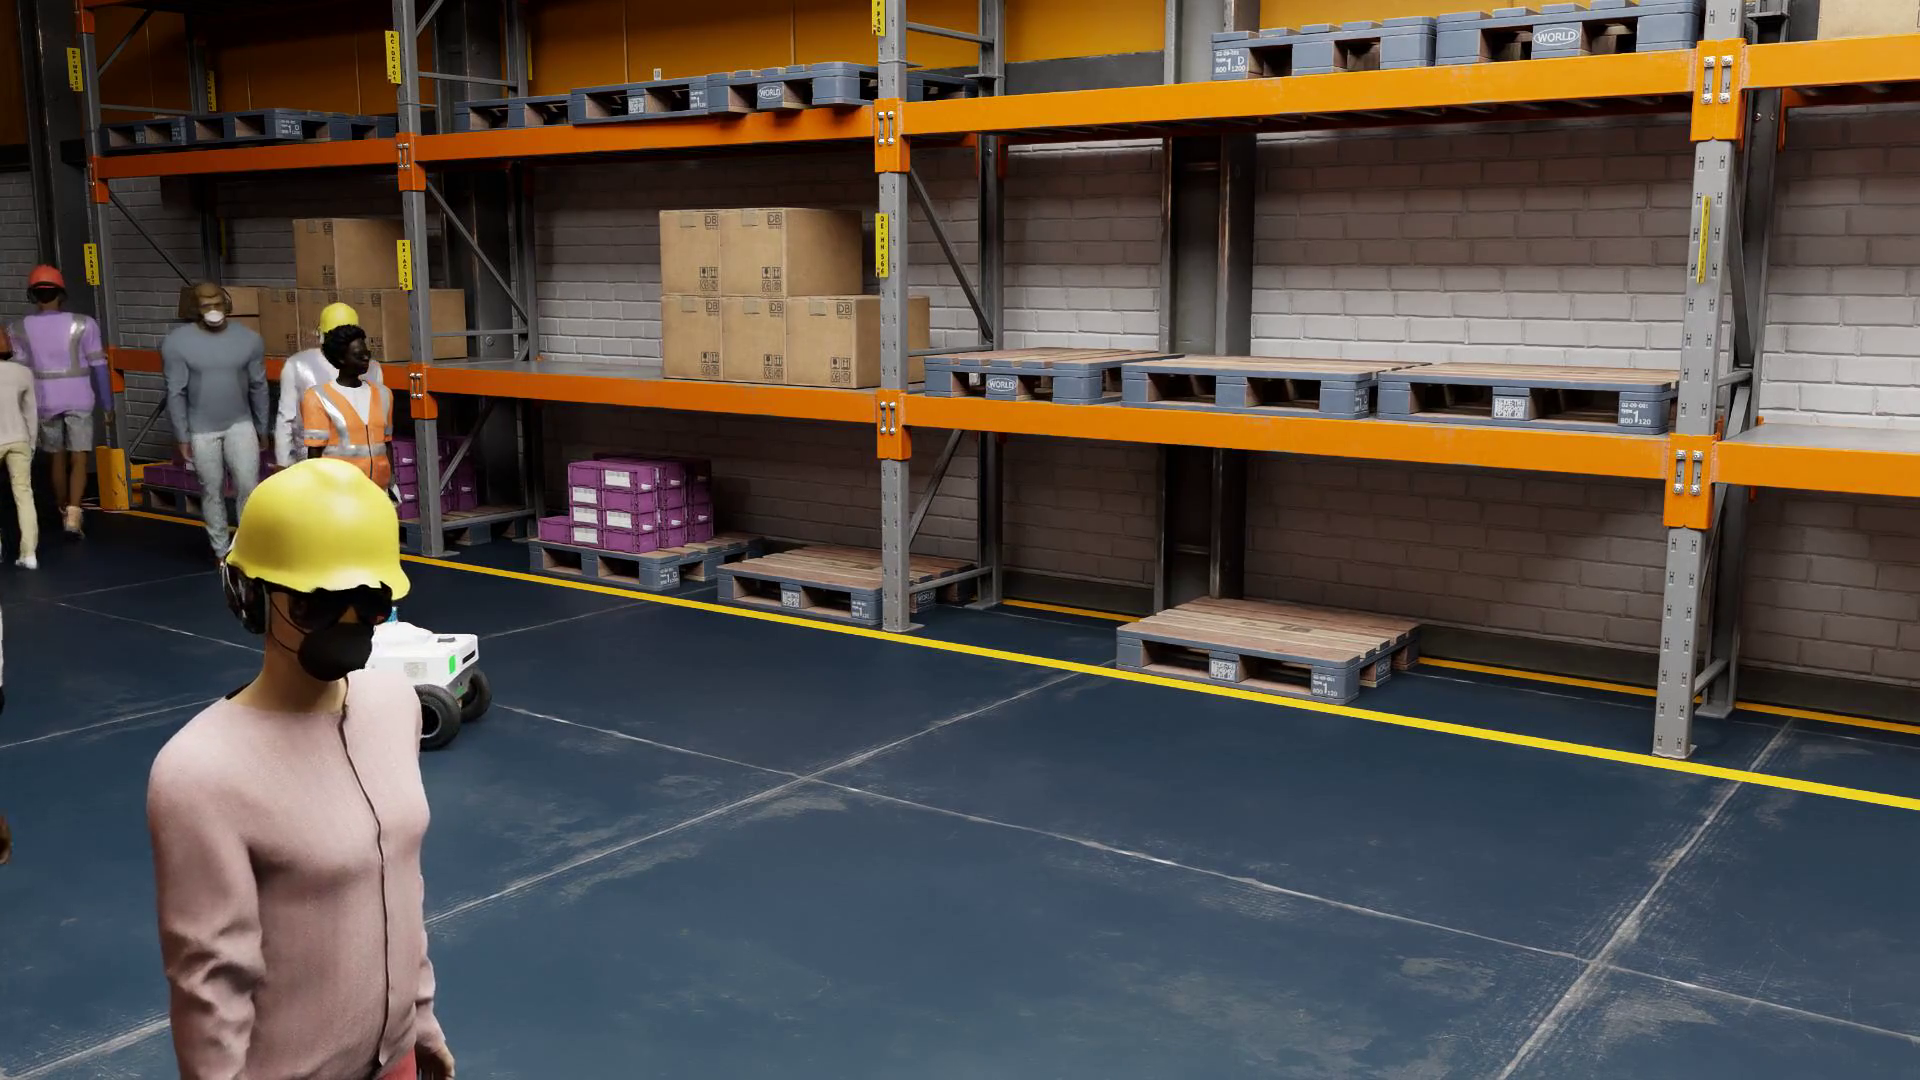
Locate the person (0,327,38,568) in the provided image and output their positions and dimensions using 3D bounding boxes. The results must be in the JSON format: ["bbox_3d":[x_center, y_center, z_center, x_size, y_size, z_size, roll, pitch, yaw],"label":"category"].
[{"bbox_3d":[-6.355,-0.617,10.985,0.616,1.609,0.523,7,12,34],"label":"person"}]

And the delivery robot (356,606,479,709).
[{"bbox_3d":[-2.430,0.524,7.053,0.707,0.478,0.477,0,9,2],"label":"delivery robot"}]

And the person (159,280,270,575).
[{"bbox_3d":[-4.652,-0.676,10.487,0.635,1.891,0.876,-6,11,-32],"label":"person"}]

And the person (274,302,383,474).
[{"bbox_3d":[-3.611,-0.478,9.682,0.631,1.771,0.873,-8,13,-41],"label":"person"}]

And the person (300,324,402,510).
[{"bbox_3d":[-3.144,-0.266,8.640,0.318,1.700,0.535,7,12,35],"label":"person"}]

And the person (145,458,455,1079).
[{"bbox_3d":[-0.875,0.762,2.328,0.329,1.764,0.524,3,10,15],"label":"person"}]

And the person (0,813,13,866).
[{"bbox_3d":[-2.115,0.548,3.245,1.021,1.877,0.564,-2,10,-12],"label":"person"}]

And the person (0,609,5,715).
[{"bbox_3d":[-2.818,0.361,4.296,0.602,1.903,0.581,-5,11,-27],"label":"person"}]

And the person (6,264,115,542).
[{"bbox_3d":[-6.521,-0.991,12.062,0.621,2.009,0.989,-2,10,-13],"label":"person"}]
